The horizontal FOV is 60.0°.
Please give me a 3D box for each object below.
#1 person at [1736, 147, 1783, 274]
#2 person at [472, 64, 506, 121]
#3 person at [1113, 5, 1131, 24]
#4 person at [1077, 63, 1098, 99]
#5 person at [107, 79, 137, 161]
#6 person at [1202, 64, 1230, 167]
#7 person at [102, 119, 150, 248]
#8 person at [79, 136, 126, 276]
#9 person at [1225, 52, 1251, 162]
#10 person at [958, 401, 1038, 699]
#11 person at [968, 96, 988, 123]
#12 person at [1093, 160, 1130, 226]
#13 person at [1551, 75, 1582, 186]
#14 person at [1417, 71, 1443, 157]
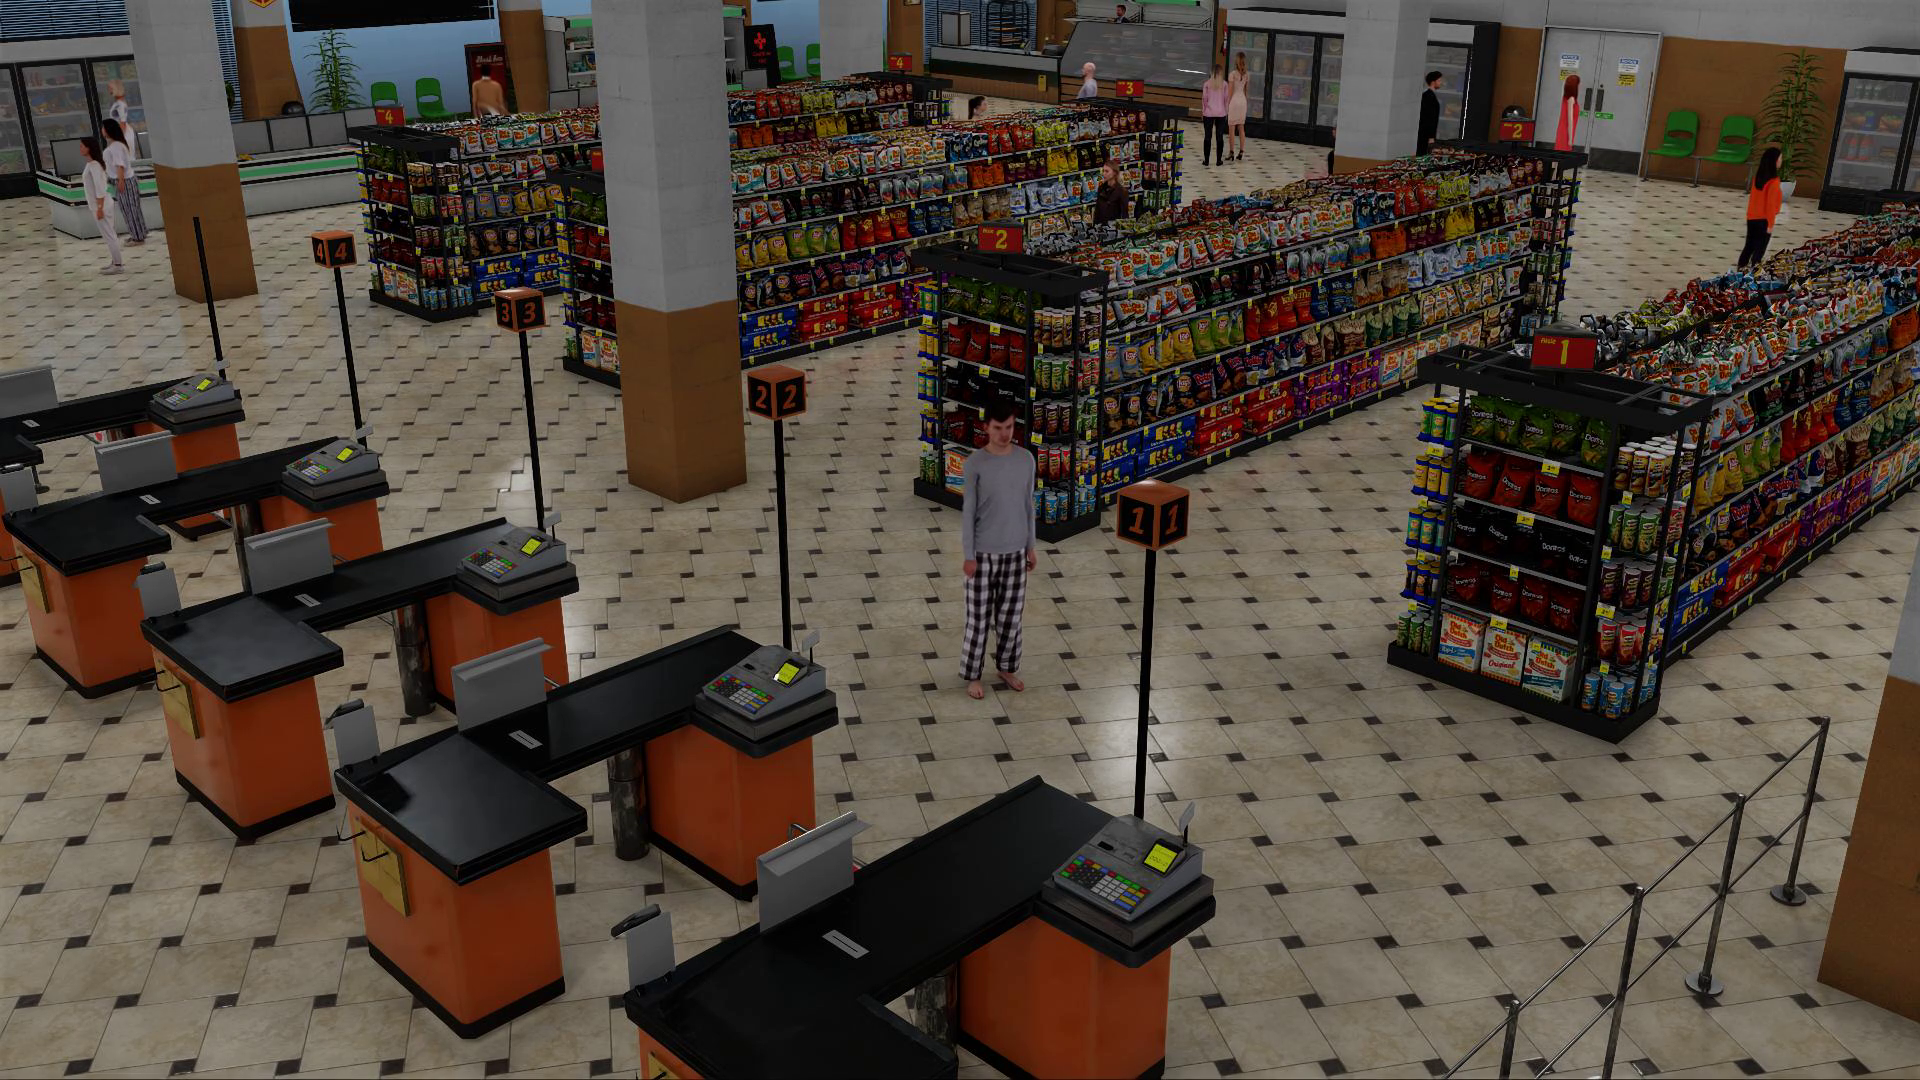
[{"bbox_3d":[9.388,-3.729,19.522,0.757,1.748,0.701,0,22,-1],"label":"person"},{"bbox_3d":[-7.842,-7.015,27.752,1.202,1.709,1.161,-4,22,-11],"label":"person"},{"bbox_3d":[3.712,-11.422,38.509,0.628,1.868,0.563,20,29,41],"label":"person"},{"bbox_3d":[2.084,-6.889,27.267,0.815,1.838,0.734,2,22,6],"label":"person"},{"bbox_3d":[-12.984,-6.280,25.867,0.605,1.752,0.621,-10,24,-24],"label":"person"},{"bbox_3d":[4.344,-7.258,28.387,0.689,1.688,0.730,2,22,5],"label":"person"},{"bbox_3d":[-11.197,-4.795,22.270,0.772,1.679,0.779,-9,23,-20],"label":"person"},{"bbox_3d":[-10.674,-4.161,20.679,0.635,1.688,0.667,-10,24,-24],"label":"person"},{"bbox_3d":[4.814,-7.529,28.870,0.558,1.830,0.699,-9,24,-21],"label":"person"},{"bbox_3d":[0.224,0.047,9.994,0.634,1.847,0.763,-8,23,-19],"label":"person"},{"bbox_3d":[0.203,-5.826,24.974,0.996,1.575,1.077,5,22,11],"label":"person"},{"bbox_3d":[1.719,-3.469,18.936,0.609,1.703,0.498,19,29,39],"label":"person"},{"bbox_3d":[9.337,-6.241,25.669,0.735,1.827,0.652,2,22,5],"label":"person"},{"bbox_3d":[7.185,-6.251,25.612,0.845,1.889,0.772,1,22,3],"label":"person"}]
